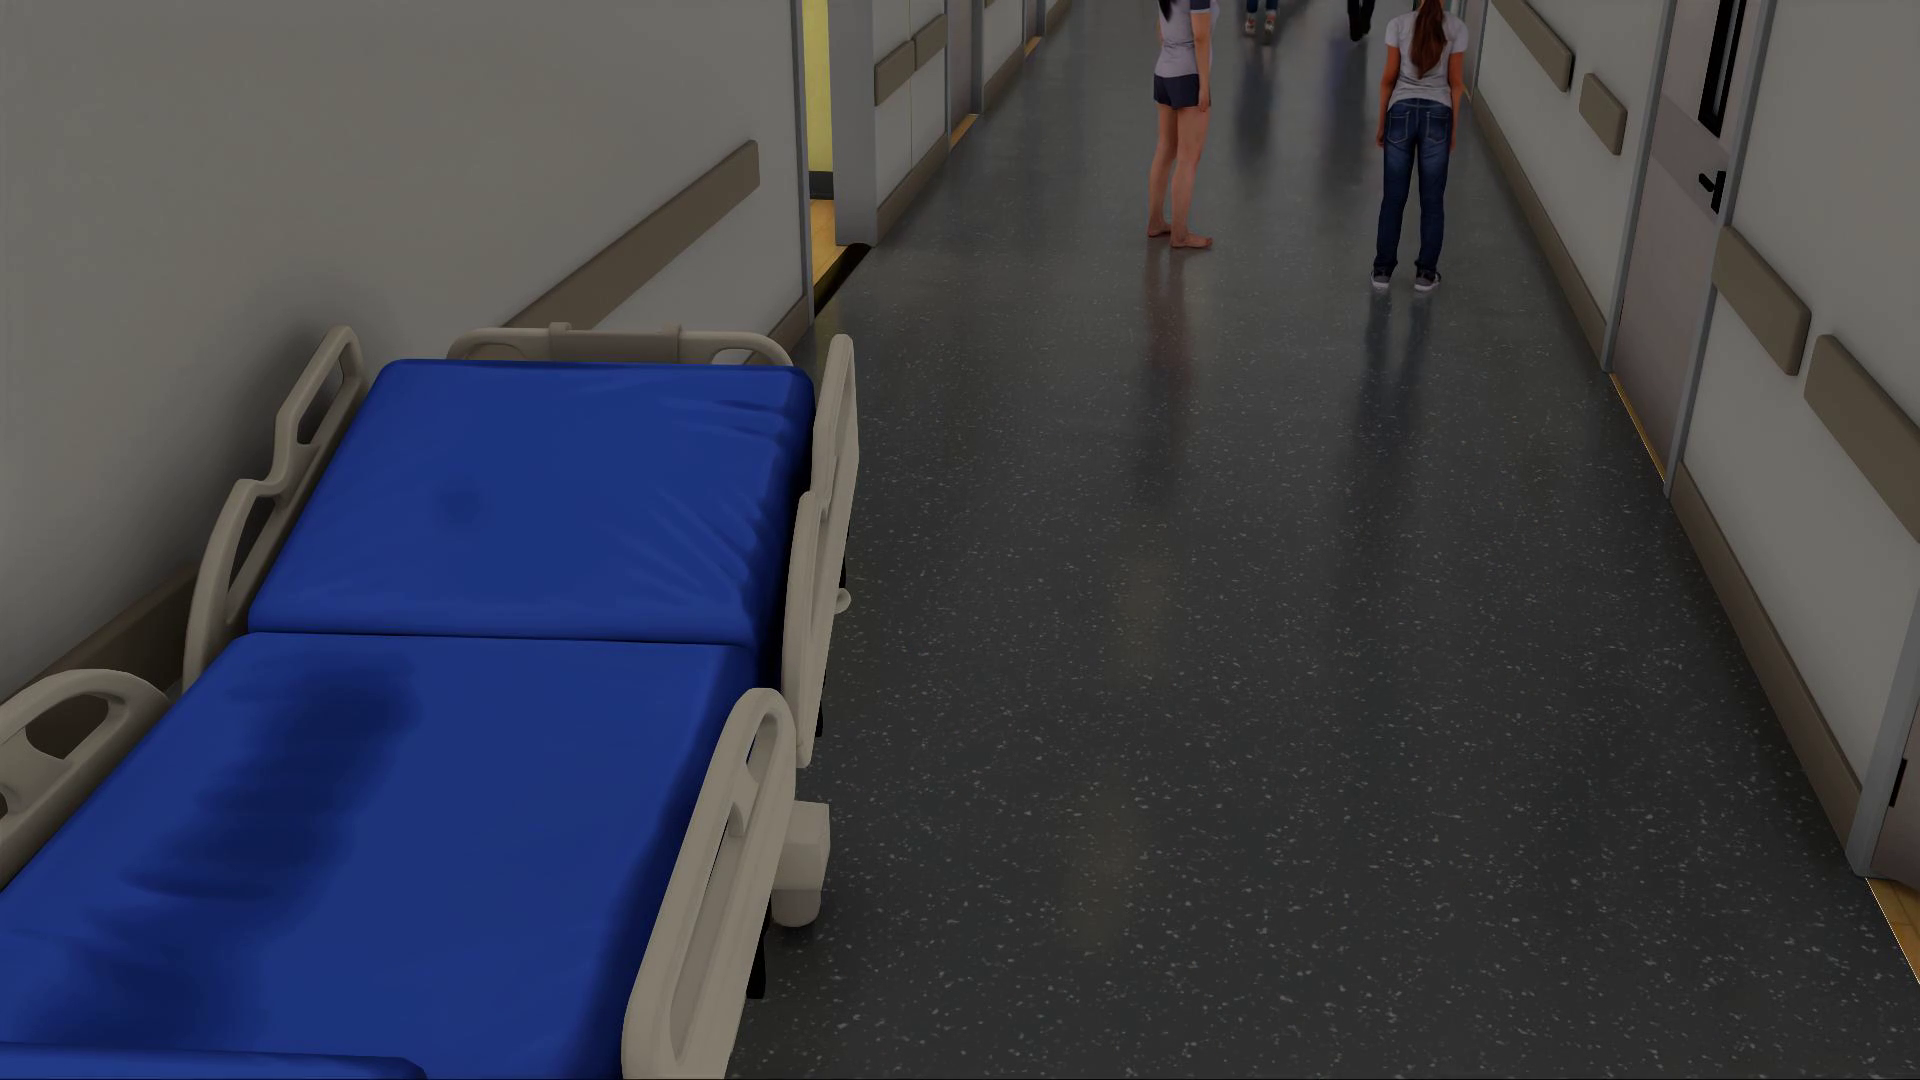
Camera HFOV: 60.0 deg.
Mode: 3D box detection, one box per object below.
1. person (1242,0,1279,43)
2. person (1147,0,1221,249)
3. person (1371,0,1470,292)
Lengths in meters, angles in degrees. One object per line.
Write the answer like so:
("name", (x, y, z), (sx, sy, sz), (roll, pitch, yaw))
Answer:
("person", (2.676, -5.086, 14.426), (0.926, 1.461, 0.699), (1, 26, 1))
("person", (1.145, -2.376, 8.523), (0.684, 1.706, 0.675), (-9, 27, -18))
("person", (2.168, -1.972, 7.852), (0.506, 1.562, 0.633), (9, 27, 18))
